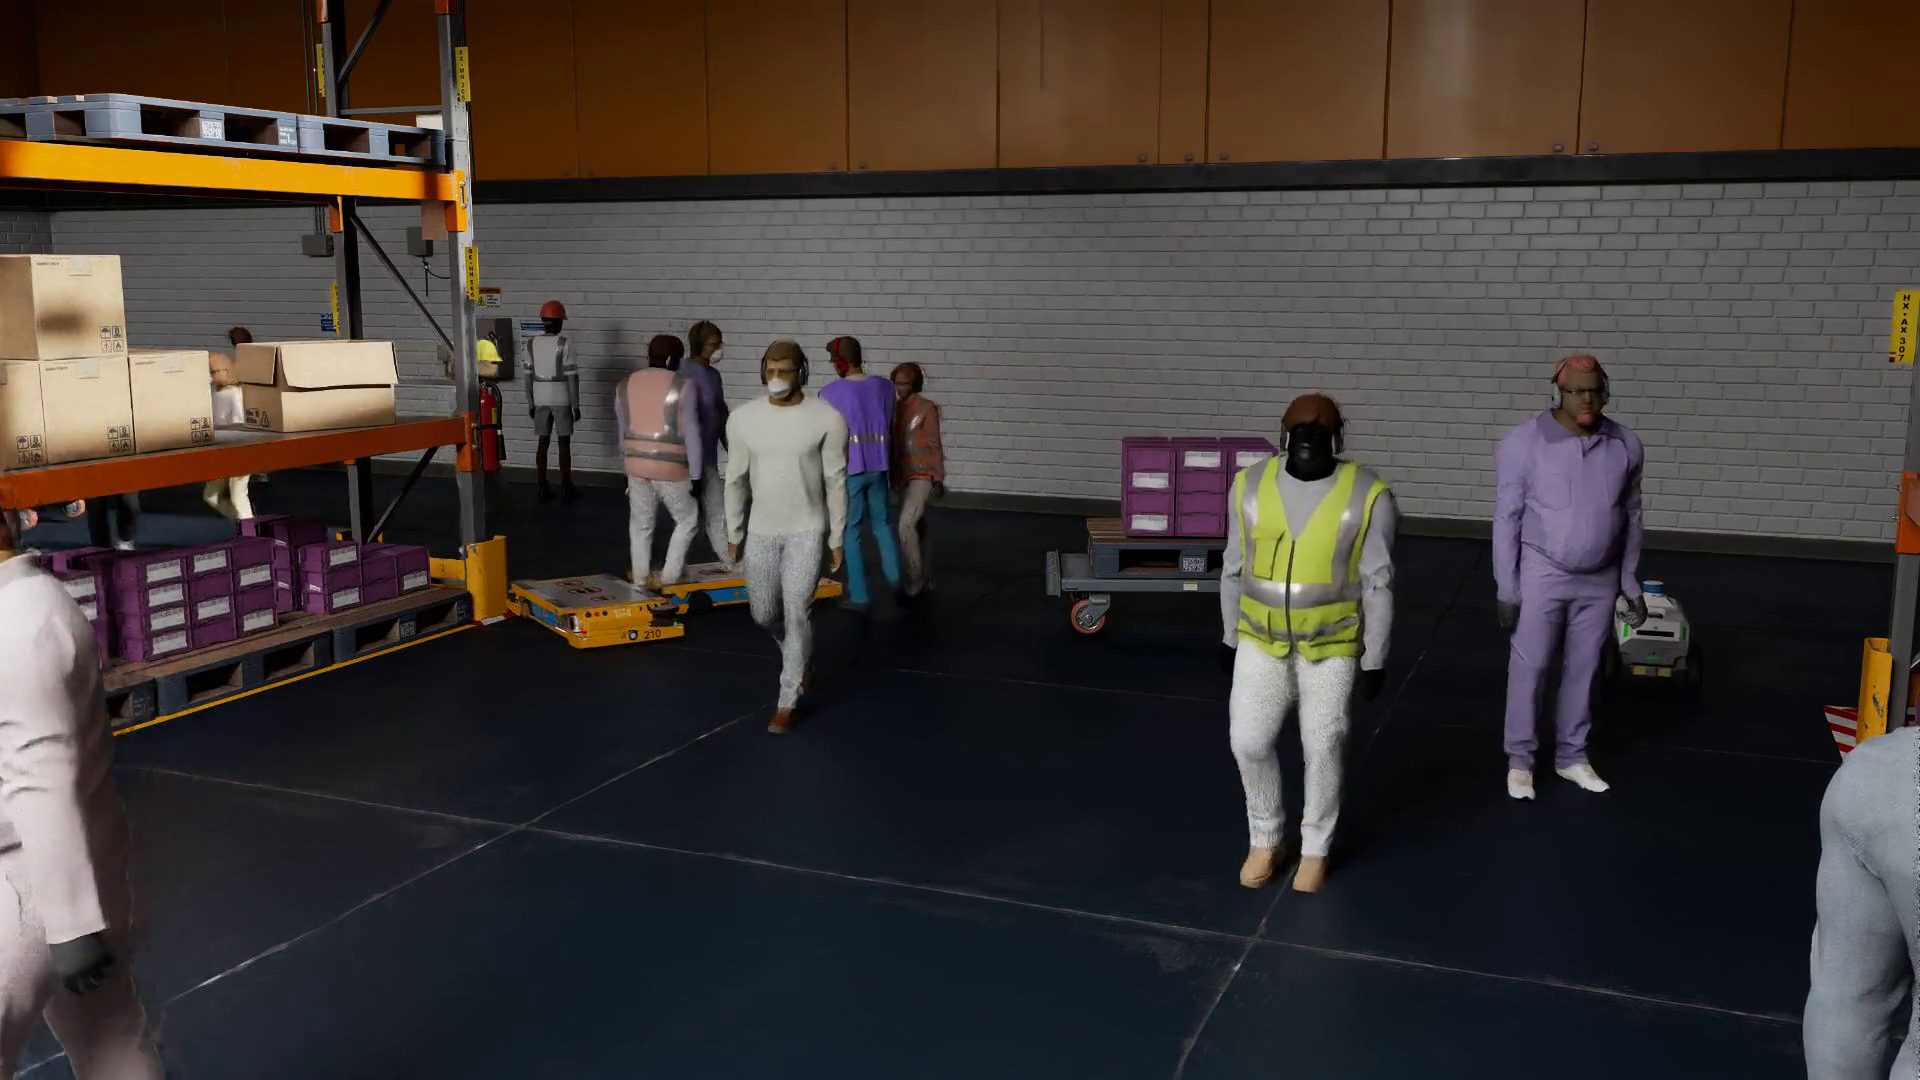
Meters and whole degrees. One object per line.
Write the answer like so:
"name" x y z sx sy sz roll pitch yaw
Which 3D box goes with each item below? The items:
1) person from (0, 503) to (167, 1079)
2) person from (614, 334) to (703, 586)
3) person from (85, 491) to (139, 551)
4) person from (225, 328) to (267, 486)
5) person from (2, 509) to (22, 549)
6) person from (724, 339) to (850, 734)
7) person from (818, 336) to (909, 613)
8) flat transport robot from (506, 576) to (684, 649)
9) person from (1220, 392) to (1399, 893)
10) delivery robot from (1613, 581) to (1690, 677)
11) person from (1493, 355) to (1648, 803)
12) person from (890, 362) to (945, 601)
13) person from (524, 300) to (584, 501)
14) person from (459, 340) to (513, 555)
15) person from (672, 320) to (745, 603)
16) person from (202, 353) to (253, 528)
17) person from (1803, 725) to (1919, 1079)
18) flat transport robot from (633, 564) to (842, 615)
"person" -2.091 0.754 3.586 0.776 1.868 0.665 -4 10 -25
"person" -1.974 -0.438 10.958 0.664 1.821 0.435 4 10 21
"person" -6.185 -0.686 12.026 0.646 1.966 0.672 -5 11 -27
"person" -7.363 -1.370 17.193 0.336 1.635 0.574 6 11 33
"person" -6.886 -0.643 11.911 0.585 1.917 0.381 4 10 21
"person" -0.845 -0.045 8.286 0.641 1.921 0.755 2 10 11
"person" -0.622 -0.414 10.824 0.614 1.814 0.503 -6 11 -31
"flat transport robot" -2.314 0.423 10.429 0.652 0.197 1.431 -6 11 -32
"person" 1.224 0.384 5.972 0.654 1.821 0.529 4 10 24
"delivery robot" 3.752 0.465 9.034 0.477 0.478 0.707 3 10 19
"person" 2.601 0.170 7.083 0.654 1.894 0.482 -1 9 -5
"person" -0.371 -0.395 11.295 0.533 1.619 0.581 -7 11 -35
"person" -3.923 -1.345 16.106 0.551 1.934 0.373 3 10 15
"person" -3.481 -0.588 12.145 0.370 1.734 0.496 0 9 1
"person" -1.624 -0.511 11.175 0.919 1.900 0.643 1 9 7
"person" -5.527 -0.610 12.591 0.519 1.610 0.363 7 12 38
"person" 1.505 0.934 2.321 0.628 1.931 0.374 8 13 42
"flat transport robot" -1.575 0.297 11.191 1.431 0.197 0.652 -6 11 -31
